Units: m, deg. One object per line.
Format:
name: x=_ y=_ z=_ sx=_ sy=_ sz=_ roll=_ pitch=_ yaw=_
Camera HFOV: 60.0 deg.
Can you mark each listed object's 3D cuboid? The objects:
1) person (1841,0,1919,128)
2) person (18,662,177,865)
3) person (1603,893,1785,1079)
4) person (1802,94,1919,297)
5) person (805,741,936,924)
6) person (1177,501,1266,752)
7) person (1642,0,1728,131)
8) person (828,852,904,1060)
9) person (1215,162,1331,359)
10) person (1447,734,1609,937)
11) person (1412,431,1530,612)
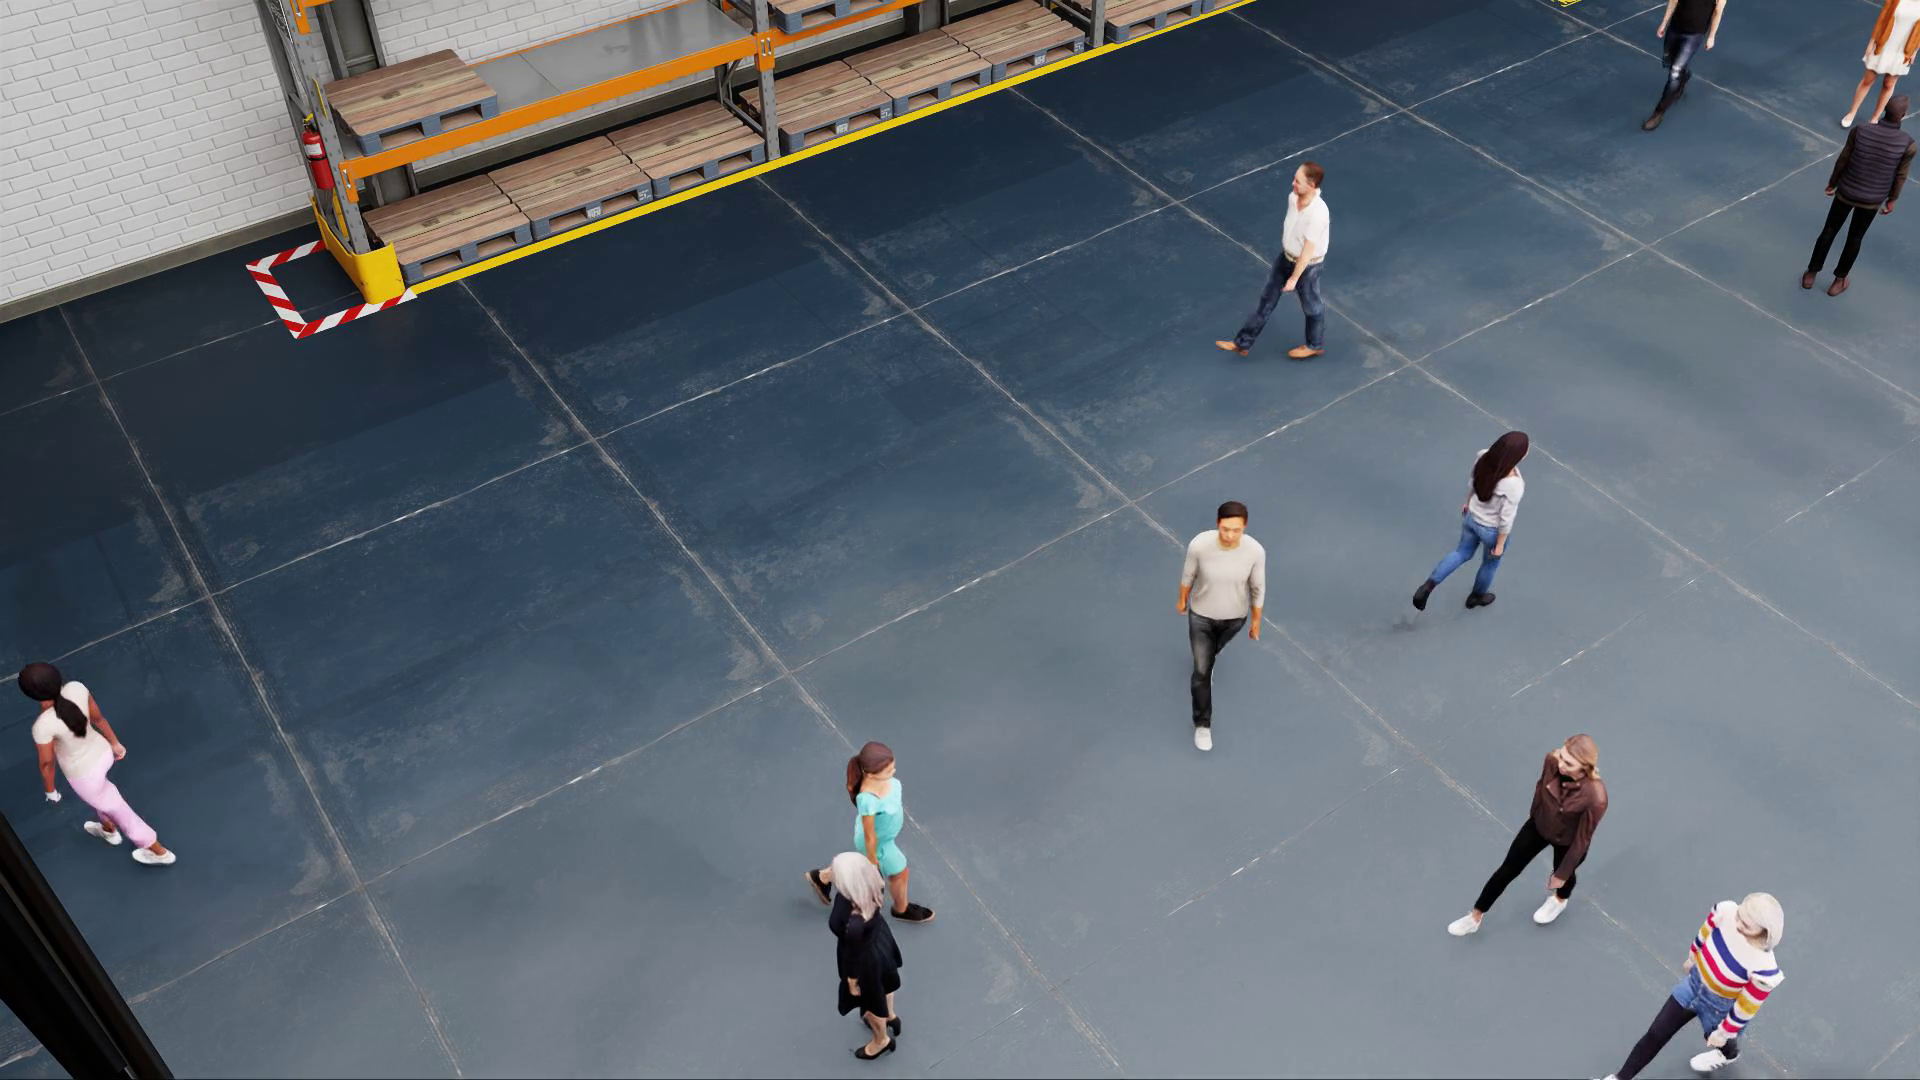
person: x=8.981 y=-4.753 z=15.987 sx=0.693 sy=1.716 sz=0.718 roll=18 pitch=46 yaw=18
person: x=-4.929 y=1.336 z=9.591 sx=0.971 sy=1.721 sz=0.916 roll=7 pitch=44 yaw=7
person: x=3.946 y=2.338 z=8.511 sx=1.241 sy=1.761 sz=0.882 roll=-12 pitch=45 yaw=-12
person: x=7.551 y=-2.903 z=13.958 sx=0.769 sy=1.835 sz=0.695 roll=26 pitch=49 yaw=25
person: x=-0.543 y=1.656 z=9.392 sx=1.043 sy=1.532 sz=0.936 roll=4 pitch=44 yaw=4
person: x=1.643 y=0.384 z=10.557 sx=1.177 sy=1.767 sz=1.174 roll=3 pitch=44 yaw=3
person: x=7.078 y=-4.965 z=16.098 sx=1.203 sy=1.870 sz=0.793 roll=-34 pitch=53 yaw=-31
person: x=-0.495 y=2.170 z=8.703 sx=0.750 sy=1.740 sz=0.693 roll=6 pitch=44 yaw=7
person: x=2.803 y=-2.174 z=13.209 sx=1.238 sy=1.814 sz=0.905 roll=-12 pitch=45 yaw=-13
person: x=3.409 y=1.643 z=9.314 sx=1.057 sy=1.659 sz=0.667 roll=-23 pitch=48 yaw=-22
person: x=3.456 y=-0.078 z=11.156 sx=0.974 sy=1.609 sz=0.711 roll=-17 pitch=46 yaw=-17
